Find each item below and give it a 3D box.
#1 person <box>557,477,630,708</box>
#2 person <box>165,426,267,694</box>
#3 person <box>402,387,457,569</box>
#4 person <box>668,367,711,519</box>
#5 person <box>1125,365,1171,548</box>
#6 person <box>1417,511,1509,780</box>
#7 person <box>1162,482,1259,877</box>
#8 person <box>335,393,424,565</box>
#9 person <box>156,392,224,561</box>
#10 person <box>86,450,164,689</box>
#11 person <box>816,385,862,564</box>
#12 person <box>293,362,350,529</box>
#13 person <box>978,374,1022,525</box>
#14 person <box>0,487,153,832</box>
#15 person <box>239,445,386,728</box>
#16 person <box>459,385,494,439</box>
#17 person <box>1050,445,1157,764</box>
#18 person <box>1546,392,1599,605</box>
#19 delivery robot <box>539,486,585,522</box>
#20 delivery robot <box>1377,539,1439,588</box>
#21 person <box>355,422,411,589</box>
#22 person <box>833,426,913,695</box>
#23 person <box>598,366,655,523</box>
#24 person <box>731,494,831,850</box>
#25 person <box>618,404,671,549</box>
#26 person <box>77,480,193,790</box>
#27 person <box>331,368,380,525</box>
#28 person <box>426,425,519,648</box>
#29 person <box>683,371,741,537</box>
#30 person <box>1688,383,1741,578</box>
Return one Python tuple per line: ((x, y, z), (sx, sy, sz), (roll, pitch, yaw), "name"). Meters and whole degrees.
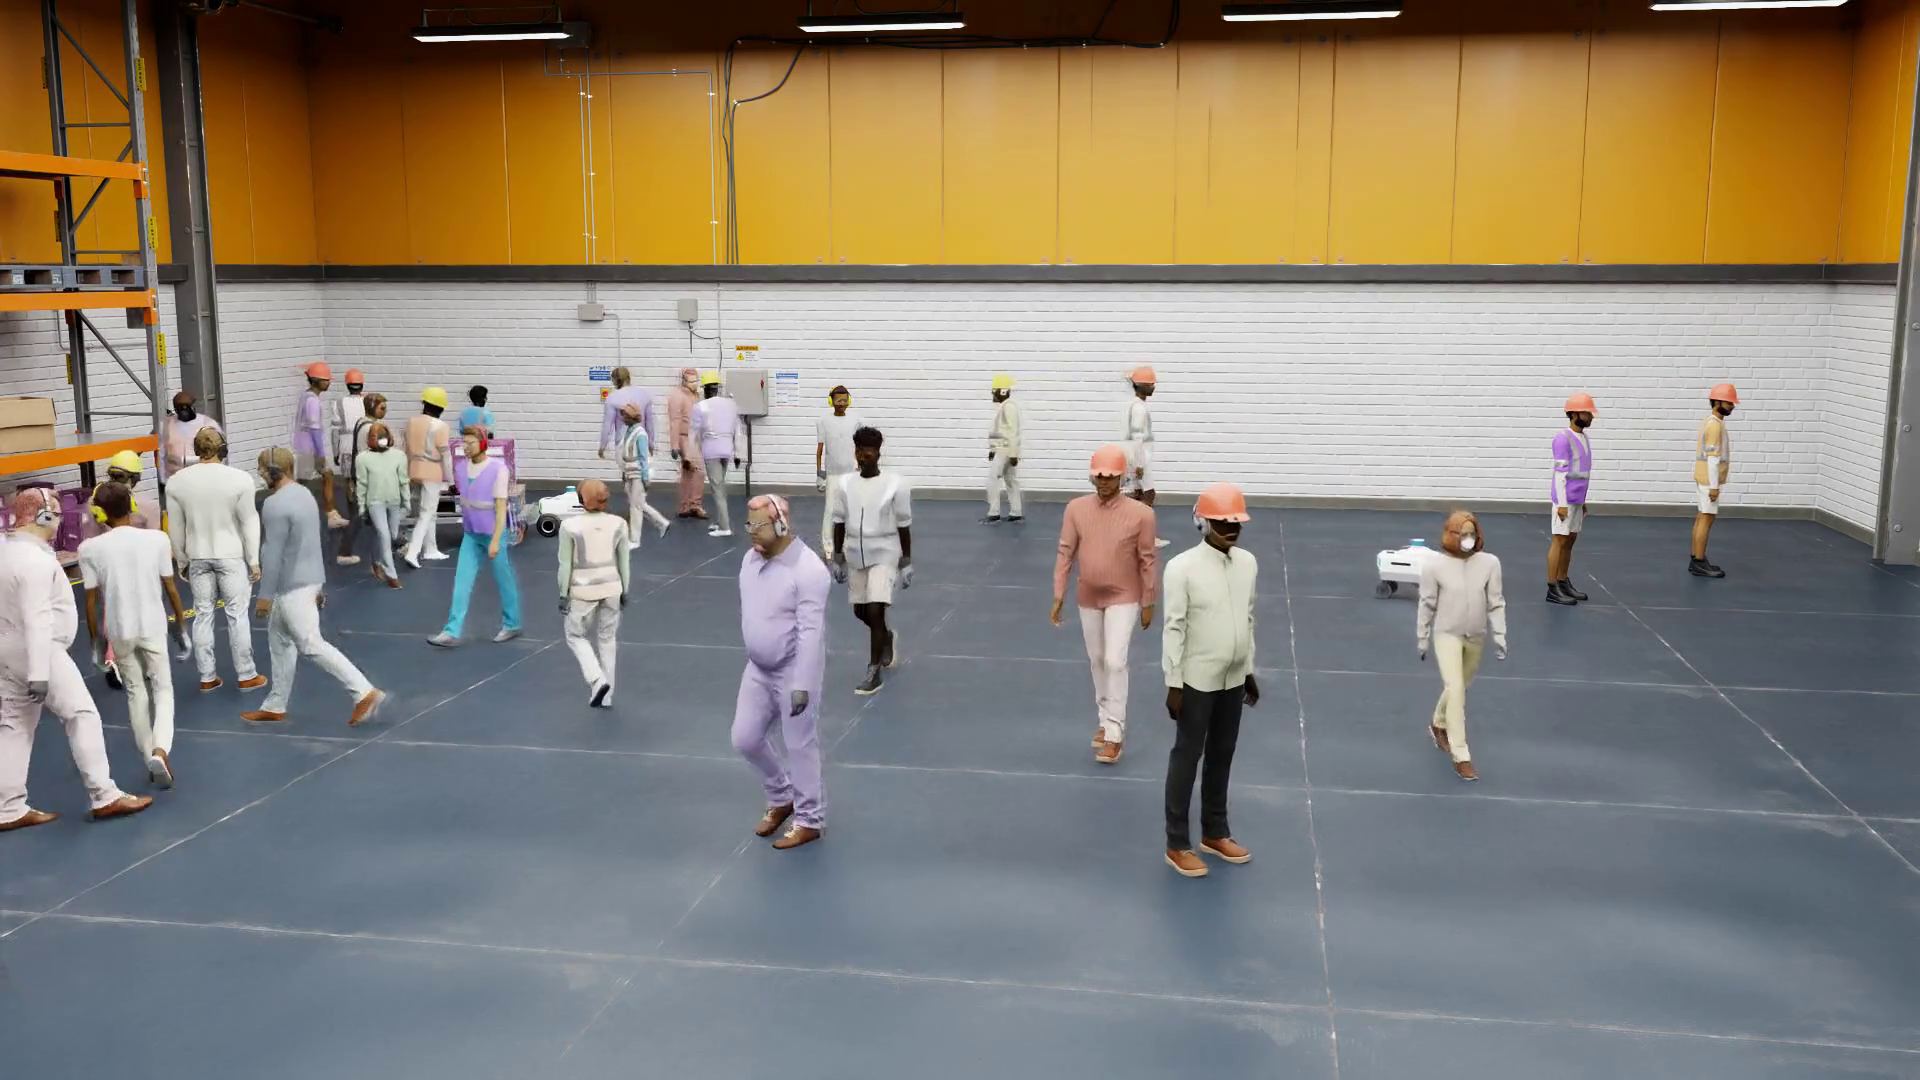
((-2.502, 0.382, 11.465), (0.531, 1.627, 0.415), (-6, 11, -34), "person")
((-5.344, 0.148, 11.965), (0.629, 1.940, 0.377), (0, 9, -2), "person")
((-5.535, -0.641, 17.126), (0.598, 1.870, 0.843), (6, 11, 31), "person")
((-3.230, -1.174, 20.359), (0.650, 1.867, 0.687), (3, 10, 16), "person")
((1.895, -0.909, 18.287), (0.800, 2.022, 0.611), (0, 9, 2), "person")
((3.064, 0.596, 10.255), (0.501, 1.594, 0.858), (-1, 9, -9), "person")
((1.284, 0.691, 8.423), (0.622, 1.992, 0.395), (-7, 11, -36), "person")
((-6.091, -0.634, 17.281), (0.940, 1.785, 0.557), (-6, 11, -33), "person")
((-7.987, -0.645, 17.297), (0.630, 1.815, 0.539), (-2, 9, -13), "person")
((-6.081, 0.212, 12.152), (0.541, 1.742, 0.694), (-1, 9, -8), "person")
((-1.243, -0.682, 17.339), (0.536, 1.866, 0.314), (-4, 10, -21), "person")
((-7.472, -1.068, 19.350), (0.942, 1.984, 0.627), (-4, 10, -22), "person")
((0.453, -1.082, 20.000), (0.691, 1.807, 0.591), (0, 9, -2), "person")
((-4.940, 0.641, 9.132), (0.641, 1.866, 0.836), (8, 12, 40), "person")
((-4.327, 0.321, 11.048), (0.943, 1.901, 0.693), (-1, 9, -5), "person")
((-5.788, -1.033, 20.121), (0.555, 1.664, 0.533), (4, 10, 25), "person")
((0.868, 0.391, 10.396), (0.614, 1.963, 0.822), (5, 10, 28), "person")
((5.619, -0.384, 15.255), (0.363, 1.942, 0.542), (8, 12, 42), "person")
((-4.485, -0.377, 19.214), (0.707, 0.478, 0.477), (-1, 9, -4), "delivery robot")
((4.242, 0.236, 15.412), (0.707, 0.478, 0.477), (5, 10, 26), "delivery robot")
((-5.615, -0.360, 16.144), (0.507, 1.602, 0.769), (-9, 13, -43), "person")
((-0.616, 0.110, 12.235), (0.614, 1.941, 0.851), (4, 10, 22), "person")
((-4.028, -1.152, 20.145), (0.632, 1.900, 0.652), (8, 12, 39), "person")
((-0.948, 0.693, 8.742), (0.673, 1.887, 0.444), (8, 12, 40), "person")
((-3.461, -0.703, 18.262), (0.614, 1.609, 0.568), (-6, 11, -35), "person")
((-4.760, 0.571, 9.641), (0.568, 1.843, 0.592), (-4, 10, -24), "person")
((-7.128, -1.072, 19.652), (0.553, 1.920, 0.843), (-3, 10, -16), "person")
((-3.905, -0.017, 13.383), (0.585, 1.798, 0.922), (5, 11, 29), "person")
((-2.864, -0.990, 19.163), (0.620, 1.884, 0.770), (-9, 13, -43), "person")
((7.534, -0.599, 16.614), (0.375, 1.934, 0.548), (3, 10, 20), "person")
